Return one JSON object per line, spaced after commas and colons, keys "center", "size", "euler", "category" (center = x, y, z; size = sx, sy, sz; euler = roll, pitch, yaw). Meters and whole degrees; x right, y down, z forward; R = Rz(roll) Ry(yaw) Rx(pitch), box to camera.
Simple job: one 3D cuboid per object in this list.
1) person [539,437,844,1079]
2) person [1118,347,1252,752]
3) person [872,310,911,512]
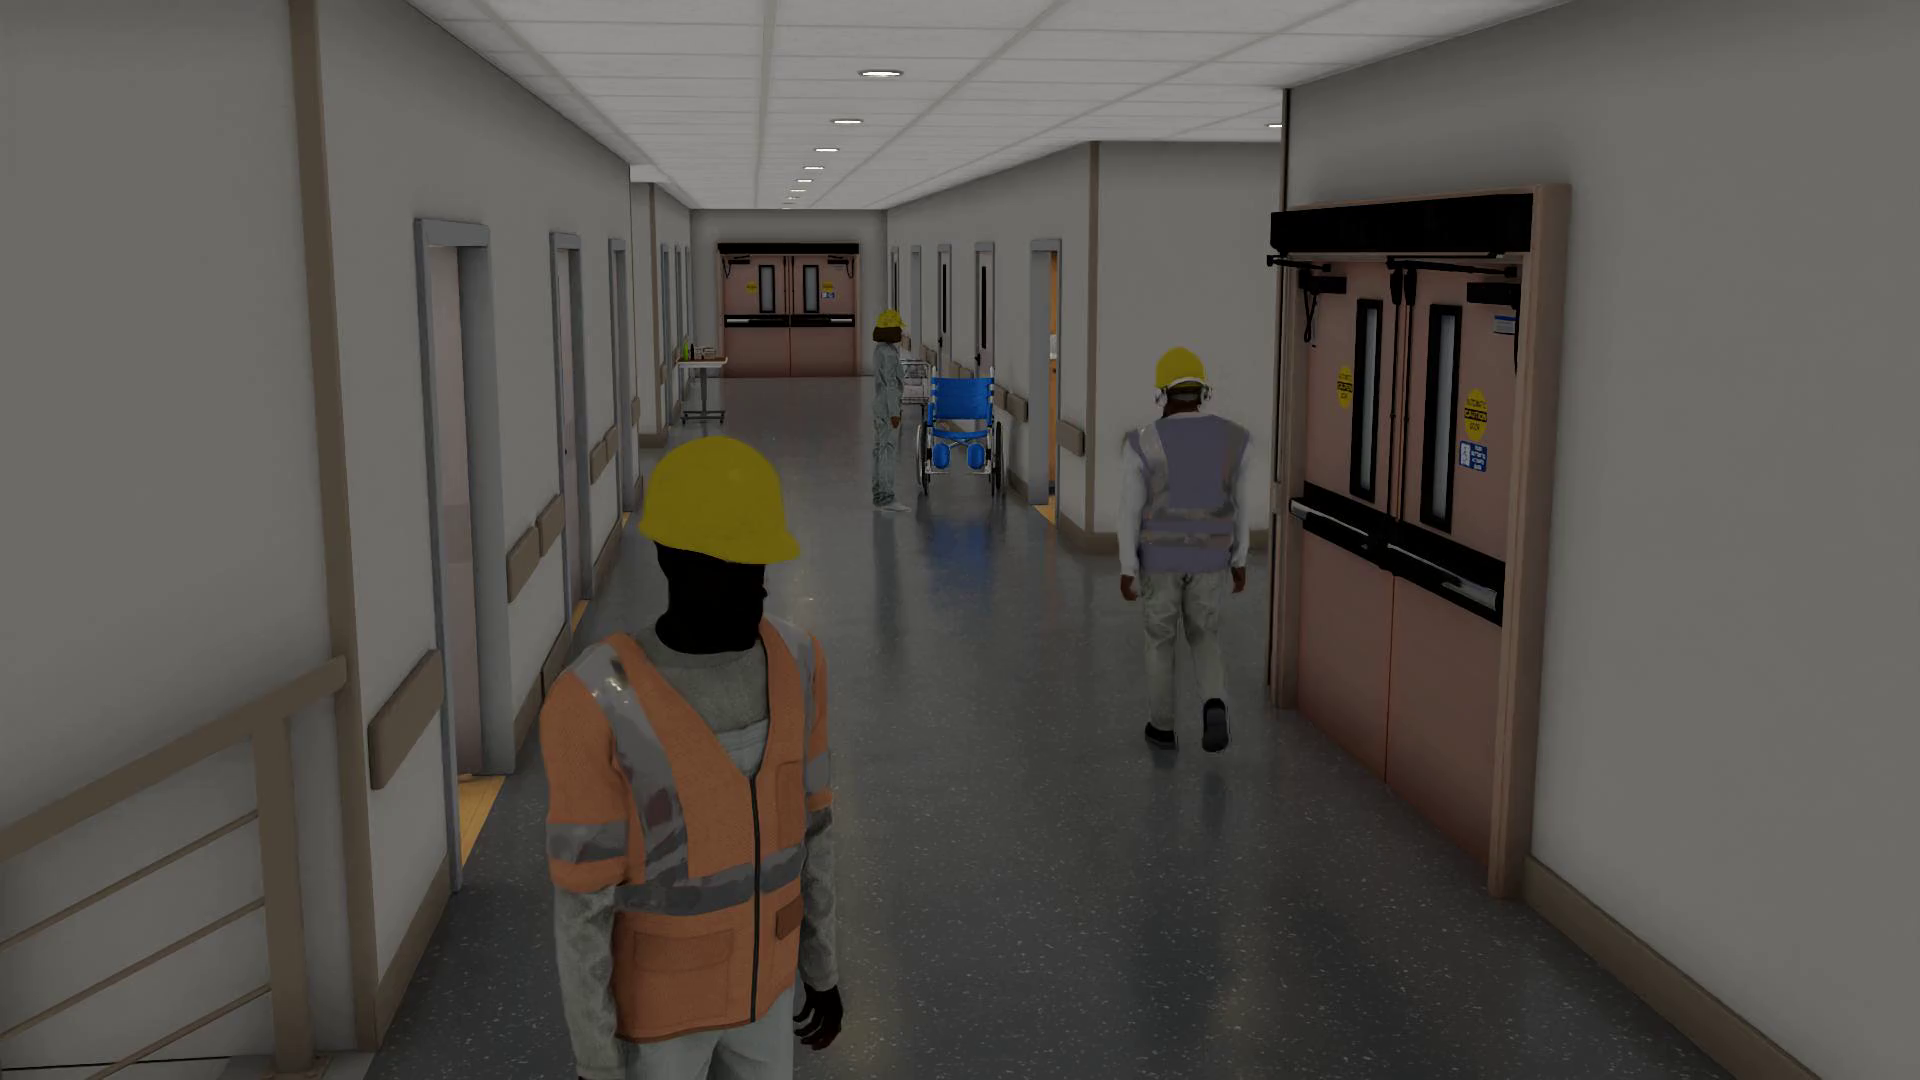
{"center": [-0.428, 0.773, 2.900], "size": [0.400, 1.920, 0.587], "euler": [8, 13, 41], "category": "person"}
{"center": [0.983, 0.068, 7.284], "size": [0.603, 1.812, 0.559], "euler": [-2, 10, -9], "category": "person"}
{"center": [-0.606, -1.117, 14.404], "size": [0.295, 1.744, 0.484], "euler": [-3, 10, -16], "category": "person"}
